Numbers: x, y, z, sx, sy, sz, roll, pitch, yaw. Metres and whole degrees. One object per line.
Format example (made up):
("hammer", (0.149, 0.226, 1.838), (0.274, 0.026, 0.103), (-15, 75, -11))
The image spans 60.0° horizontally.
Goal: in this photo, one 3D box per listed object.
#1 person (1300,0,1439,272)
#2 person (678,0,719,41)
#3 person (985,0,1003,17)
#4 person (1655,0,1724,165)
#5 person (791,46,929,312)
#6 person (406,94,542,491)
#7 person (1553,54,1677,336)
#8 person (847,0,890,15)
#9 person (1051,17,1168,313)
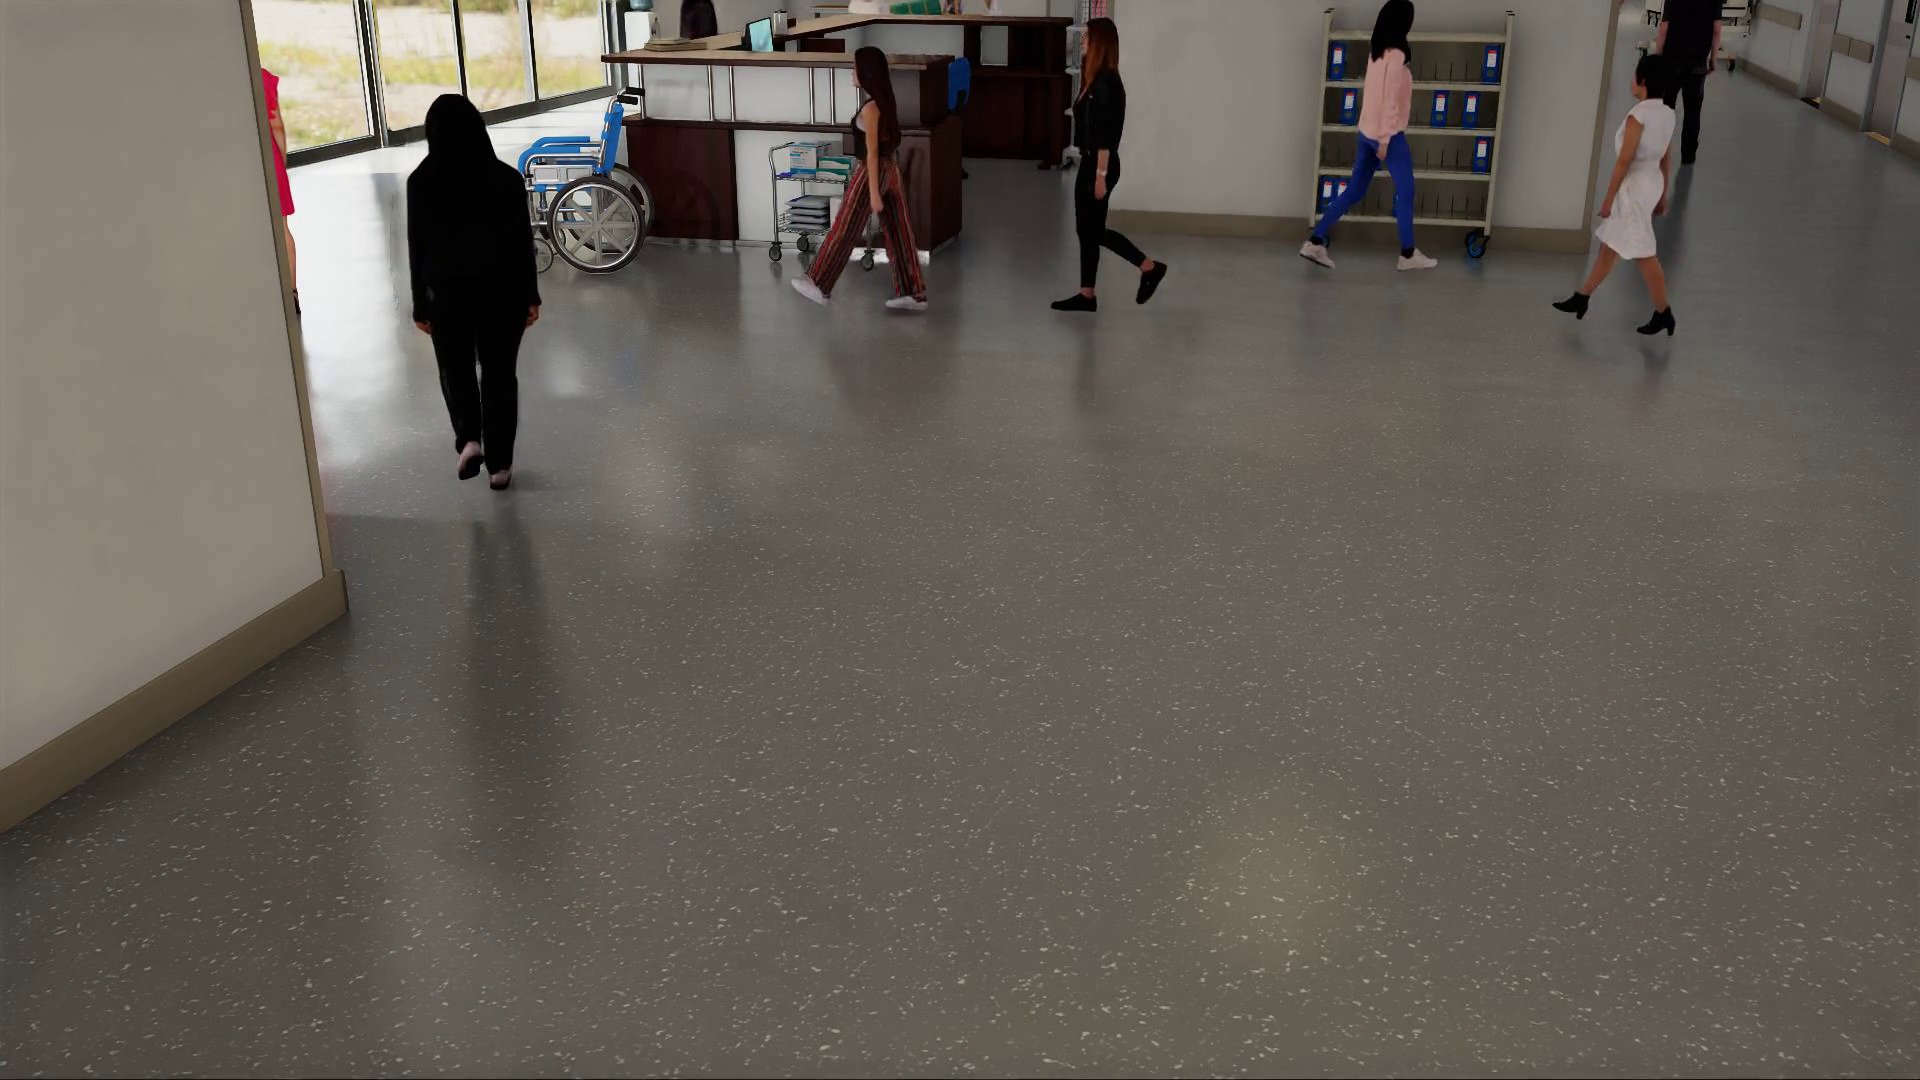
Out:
("person", (2.635, -2.576, 10.790), (1.237, 1.728, 0.934), (-3, 21, -7))
("person", (-2.386, -4.444, 15.648), (1.001, 1.781, 0.972), (-4, 21, -11))
("person", (0.468, -8.133, 26.106), (0.610, 1.272, 0.583), (-3, 21, -7))
("person", (6.883, -4.536, 15.800), (0.505, 1.845, 0.783), (6, 22, 15))
("person", (-0.414, -2.081, 9.779), (1.026, 1.520, 0.541), (5, 21, 13))
("person", (-1.941, -0.947, 6.667), (0.836, 1.603, 0.895), (-6, 21, -15))
("person", (3.809, -1.856, 9.198), (0.901, 1.509, 1.063), (-17, 27, -38))
("person", (-0.964, -5.212, 17.777), (0.713, 1.710, 0.741), (8, 22, 21))
("person", (0.898, -2.156, 9.725), (0.966, 1.697, 0.735), (1, 21, 1))
